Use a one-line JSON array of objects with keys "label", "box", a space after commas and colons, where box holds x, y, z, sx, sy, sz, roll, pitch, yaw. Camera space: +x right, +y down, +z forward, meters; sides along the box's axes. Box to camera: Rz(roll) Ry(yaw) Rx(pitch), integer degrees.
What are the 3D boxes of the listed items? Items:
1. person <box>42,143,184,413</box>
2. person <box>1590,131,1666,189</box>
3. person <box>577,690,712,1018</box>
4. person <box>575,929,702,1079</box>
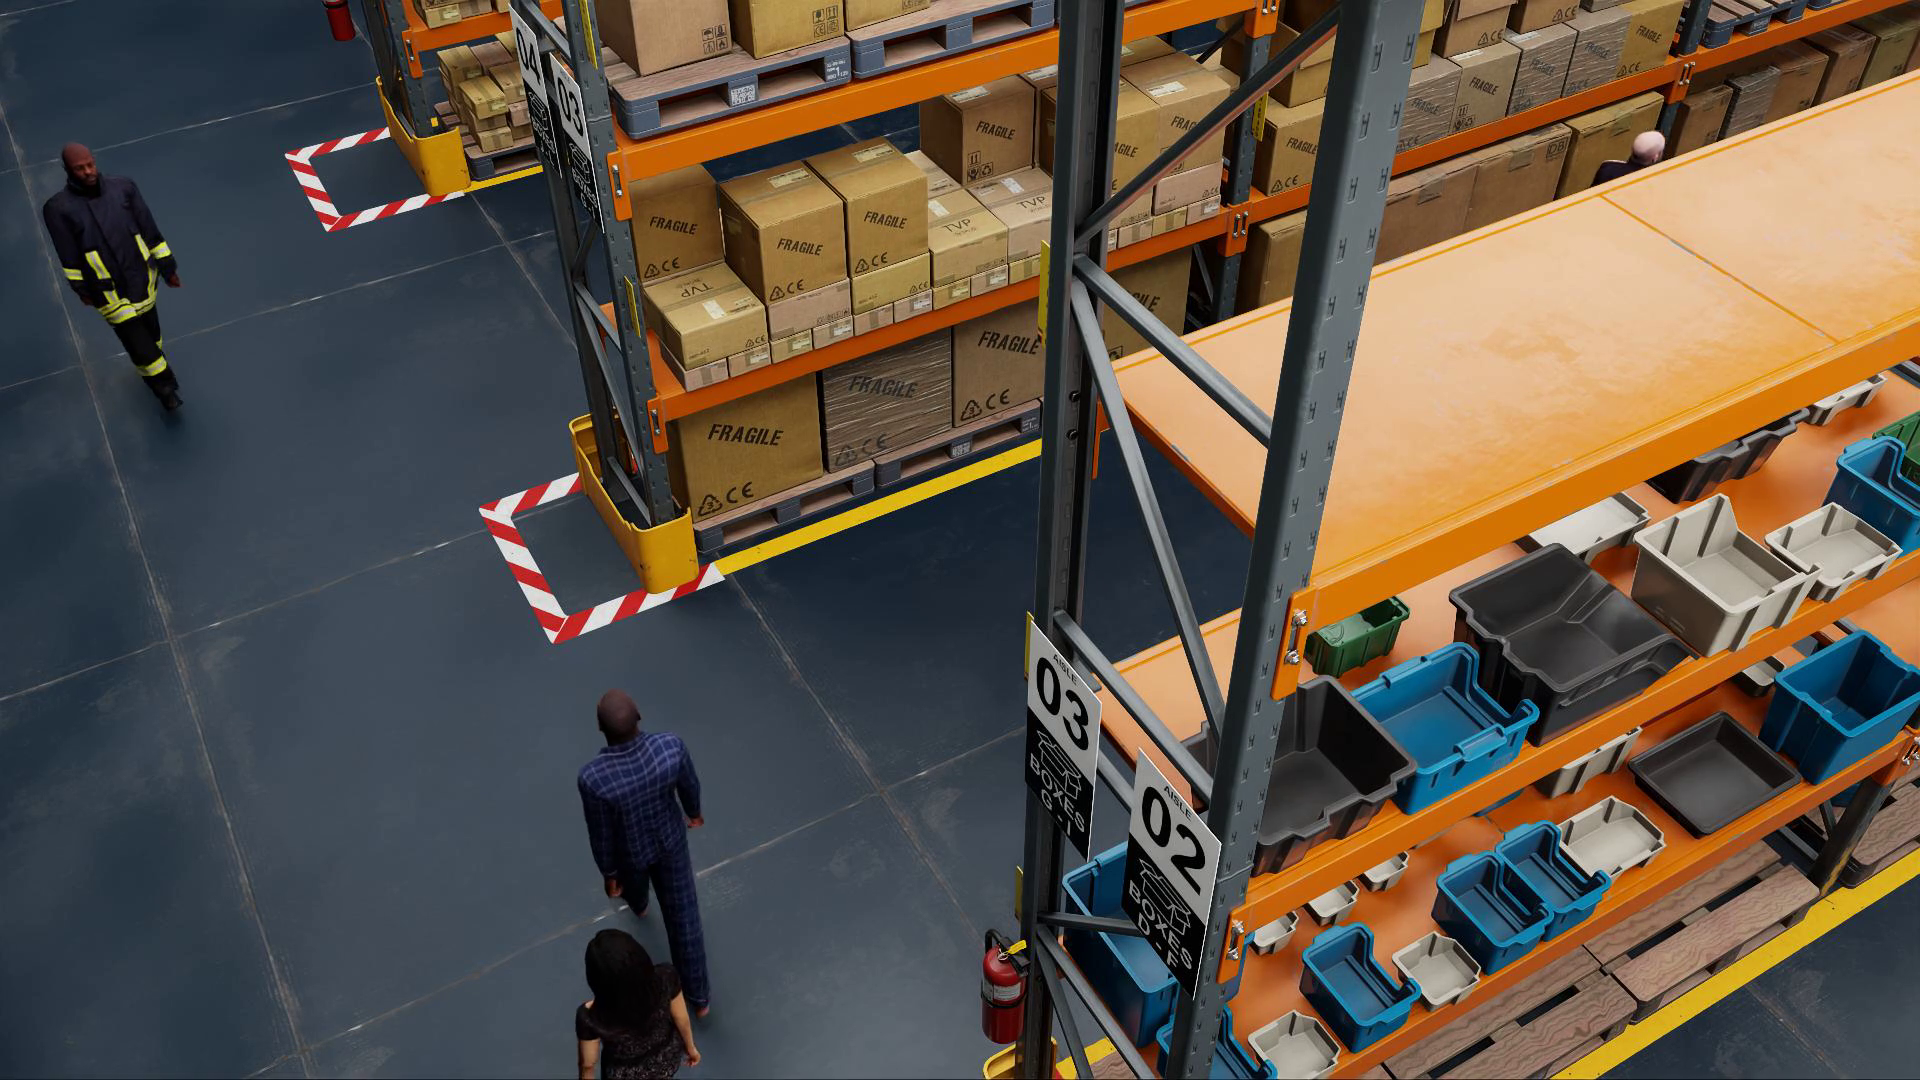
[{"label": "person", "box": [-5.441, -1.761, 10.684, 1.086, 1.793, 0.995, -34, 53, -31]}, {"label": "person", "box": [4.088, -1.780, 10.684, 0.798, 1.820, 0.675, -22, 47, -22]}, {"label": "person", "box": [-1.346, 1.395, 7.318, 1.136, 1.774, 0.793, -19, 46, -19]}, {"label": "person", "box": [-1.212, 2.147, 6.520, 0.907, 1.764, 0.770, -29, 50, -27]}]
